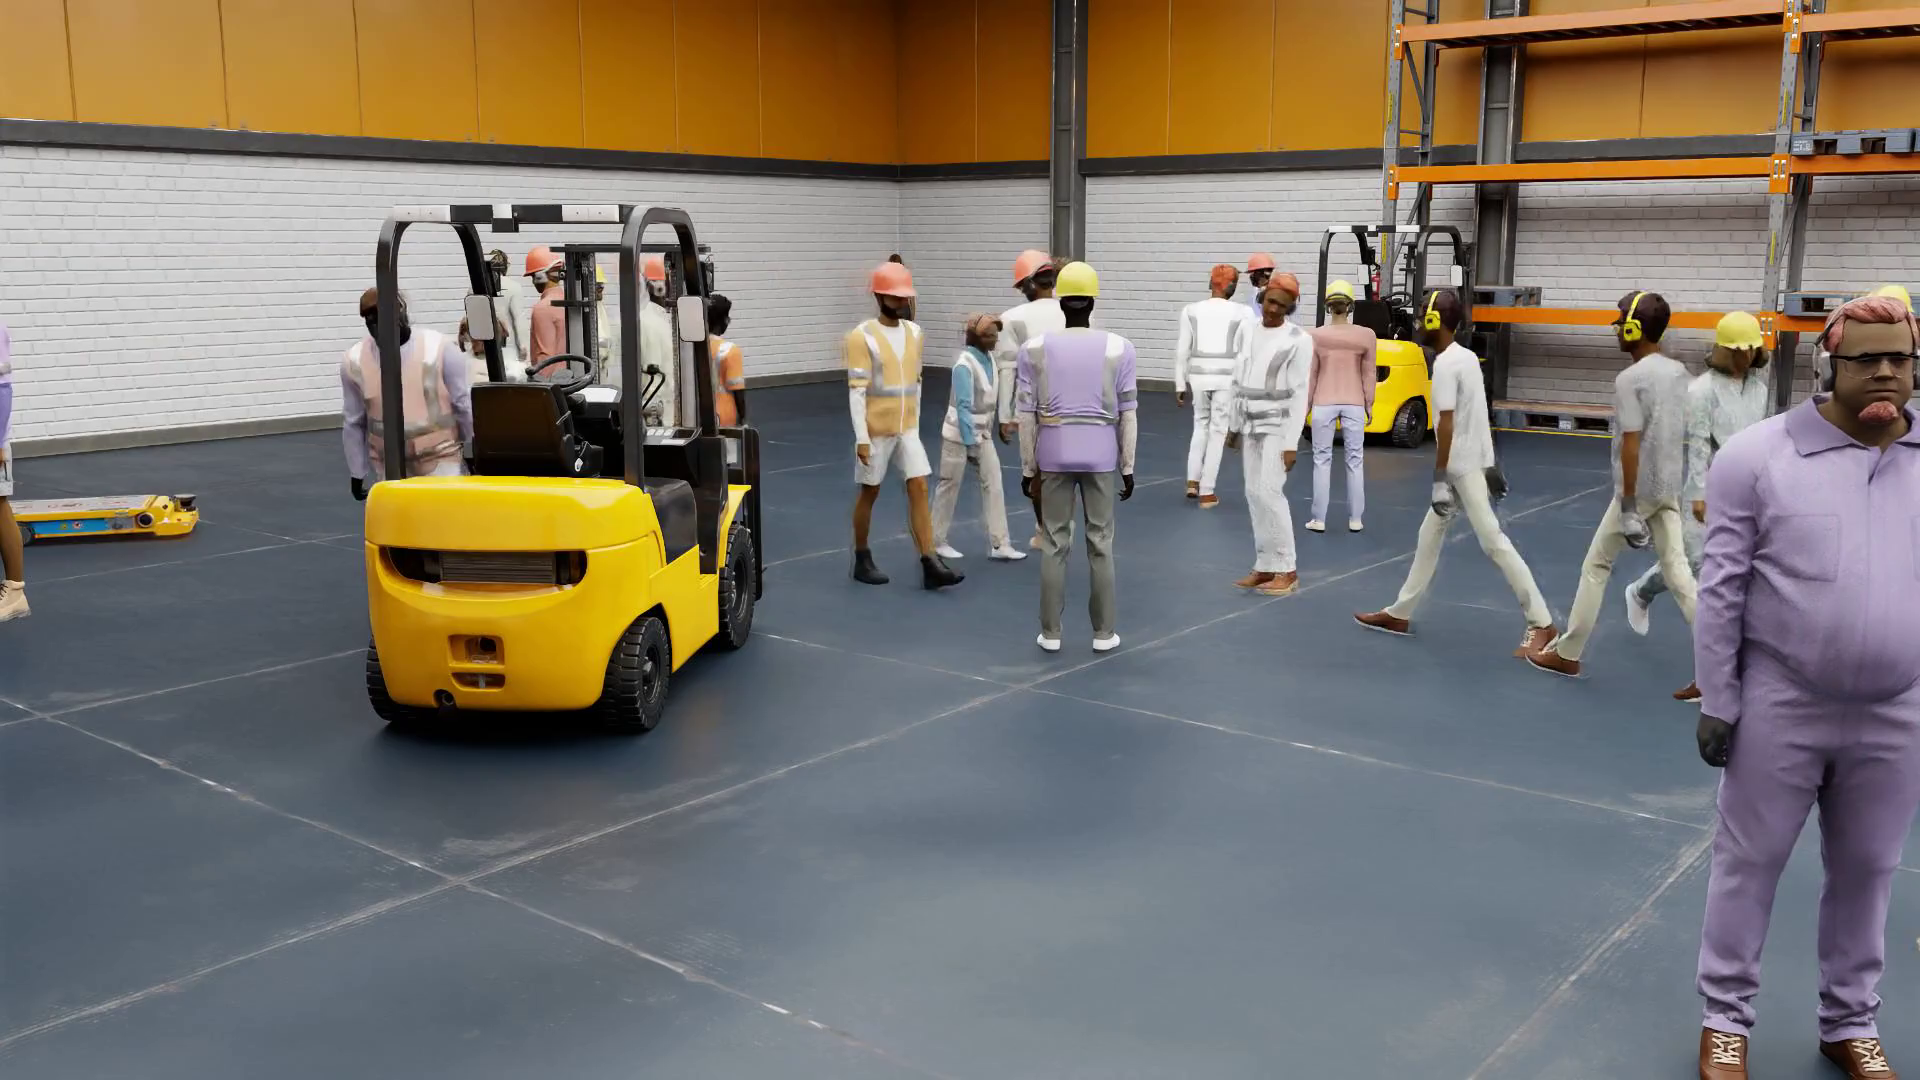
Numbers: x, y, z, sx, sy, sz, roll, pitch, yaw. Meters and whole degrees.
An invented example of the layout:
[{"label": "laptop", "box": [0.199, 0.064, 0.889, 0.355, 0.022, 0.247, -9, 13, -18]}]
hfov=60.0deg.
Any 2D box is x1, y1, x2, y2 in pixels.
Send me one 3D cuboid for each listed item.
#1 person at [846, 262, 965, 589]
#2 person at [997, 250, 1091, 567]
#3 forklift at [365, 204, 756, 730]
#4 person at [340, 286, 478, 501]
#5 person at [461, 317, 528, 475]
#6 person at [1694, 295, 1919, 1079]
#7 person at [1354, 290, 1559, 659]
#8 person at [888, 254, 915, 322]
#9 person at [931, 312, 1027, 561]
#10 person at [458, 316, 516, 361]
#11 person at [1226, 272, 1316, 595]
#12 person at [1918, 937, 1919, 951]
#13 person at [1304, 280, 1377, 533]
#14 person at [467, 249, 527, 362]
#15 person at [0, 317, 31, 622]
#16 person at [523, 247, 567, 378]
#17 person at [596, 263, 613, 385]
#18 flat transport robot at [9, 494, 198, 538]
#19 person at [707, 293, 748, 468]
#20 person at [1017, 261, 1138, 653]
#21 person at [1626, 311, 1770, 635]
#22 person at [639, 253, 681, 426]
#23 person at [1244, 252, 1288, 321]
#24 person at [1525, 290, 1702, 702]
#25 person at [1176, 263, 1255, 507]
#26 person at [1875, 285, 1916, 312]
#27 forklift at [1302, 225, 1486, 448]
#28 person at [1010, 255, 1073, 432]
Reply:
[{"label": "person", "box": [-0.348, -0.639, 9.625, 0.583, 1.894, 0.909, -8, 13, -39]}, {"label": "person", "box": [0.557, -0.826, 10.496, 0.639, 1.988, 0.962, -1, 10, -6]}, {"label": "forklift", "box": [-1.766, -0.406, 7.525, 1.214, 2.155, 2.313, 1, 10, 7]}, {"label": "person", "box": [-2.794, -0.381, 8.452, 0.655, 1.810, 0.485, 0, 10, 2]}, {"label": "person", "box": [-2.779, -0.534, 9.896, 0.540, 1.592, 0.868, 1, 10, 4]}, {"label": "person", "box": [2.067, 0.388, 3.921, 0.640, 1.910, 0.407, 1, 10, 7]}, {"label": "person", "box": [2.524, -0.337, 8.288, 1.048, 1.796, 0.581, 5, 11, 24]}, {"label": "person", "box": [-0.868, -3.032, 23.054, 0.505, 1.842, 0.349, -3, 11, -14]}, {"label": "person", "box": [0.094, -0.634, 10.440, 0.796, 1.582, 0.526, 6, 12, 30]}, {"label": "person", "box": [-3.032, -0.677, 10.750, 0.513, 1.567, 0.870, 8, 13, 36]}, {"label": "person", "box": [1.798, -0.609, 9.640, 0.355, 1.866, 0.615, -5, 11, -26]}, {"label": "person", "box": [2.878, 0.268, 4.479, 0.639, 1.938, 0.560, -3, 11, -15]}, {"label": "person", "box": [2.628, -0.922, 11.594, 0.523, 1.760, 0.327, 0, 10, 2]}, {"label": "person", "box": [-4.762, -2.025, 17.204, 0.635, 1.937, 0.353, 3, 11, 16]}, {"label": "person", "box": [-5.273, -0.572, 8.856, 0.605, 2.045, 0.382, 7, 13, 35]}, {"label": "person", "box": [-2.917, -1.103, 11.967, 0.396, 1.985, 0.608, 2, 10, 12]}, {"label": "person", "box": [-3.430, -1.651, 15.464, 0.403, 1.825, 0.596, 4, 11, 19]}, {"label": "flat transport robot", "box": [-6.054, -0.150, 11.435, 1.431, 0.197, 0.652, -4, 11, -20]}, {"label": "person", "box": [-1.611, -0.782, 11.003, 0.550, 1.681, 0.387, 7, 13, 35]}, {"label": "person", "box": [0.575, -0.393, 8.186, 0.587, 1.930, 0.360, 1, 10, 5]}, {"label": "person", "box": [3.638, -0.265, 8.076, 0.480, 1.706, 0.765, -3, 11, -19]}, {"label": "person", "box": [-1.908, -0.758, 10.108, 0.821, 1.963, 0.621, 0, 10, 2]}, {"label": "person", "box": [2.919, -1.791, 15.983, 0.545, 1.911, 0.605, 7, 13, 36]}, {"label": "person", "box": [3.067, -0.199, 7.445, 0.490, 1.821, 1.025, -6, 12, -29]}, {"label": "person", "box": [1.964, -1.187, 12.774, 0.585, 1.861, 0.586, 5, 11, 25]}, {"label": "person", "box": [5.965, -0.762, 10.753, 0.539, 1.737, 0.783, -6, 12, -30]}, {"label": "forklift", "box": [4.449, -2.115, 16.993, 1.214, 2.155, 2.313, 8, 13, 38]}, {"label": "person", "box": [0.945, -1.997, 17.220, 1.020, 1.885, 0.636, 7, 13, 36]}]
